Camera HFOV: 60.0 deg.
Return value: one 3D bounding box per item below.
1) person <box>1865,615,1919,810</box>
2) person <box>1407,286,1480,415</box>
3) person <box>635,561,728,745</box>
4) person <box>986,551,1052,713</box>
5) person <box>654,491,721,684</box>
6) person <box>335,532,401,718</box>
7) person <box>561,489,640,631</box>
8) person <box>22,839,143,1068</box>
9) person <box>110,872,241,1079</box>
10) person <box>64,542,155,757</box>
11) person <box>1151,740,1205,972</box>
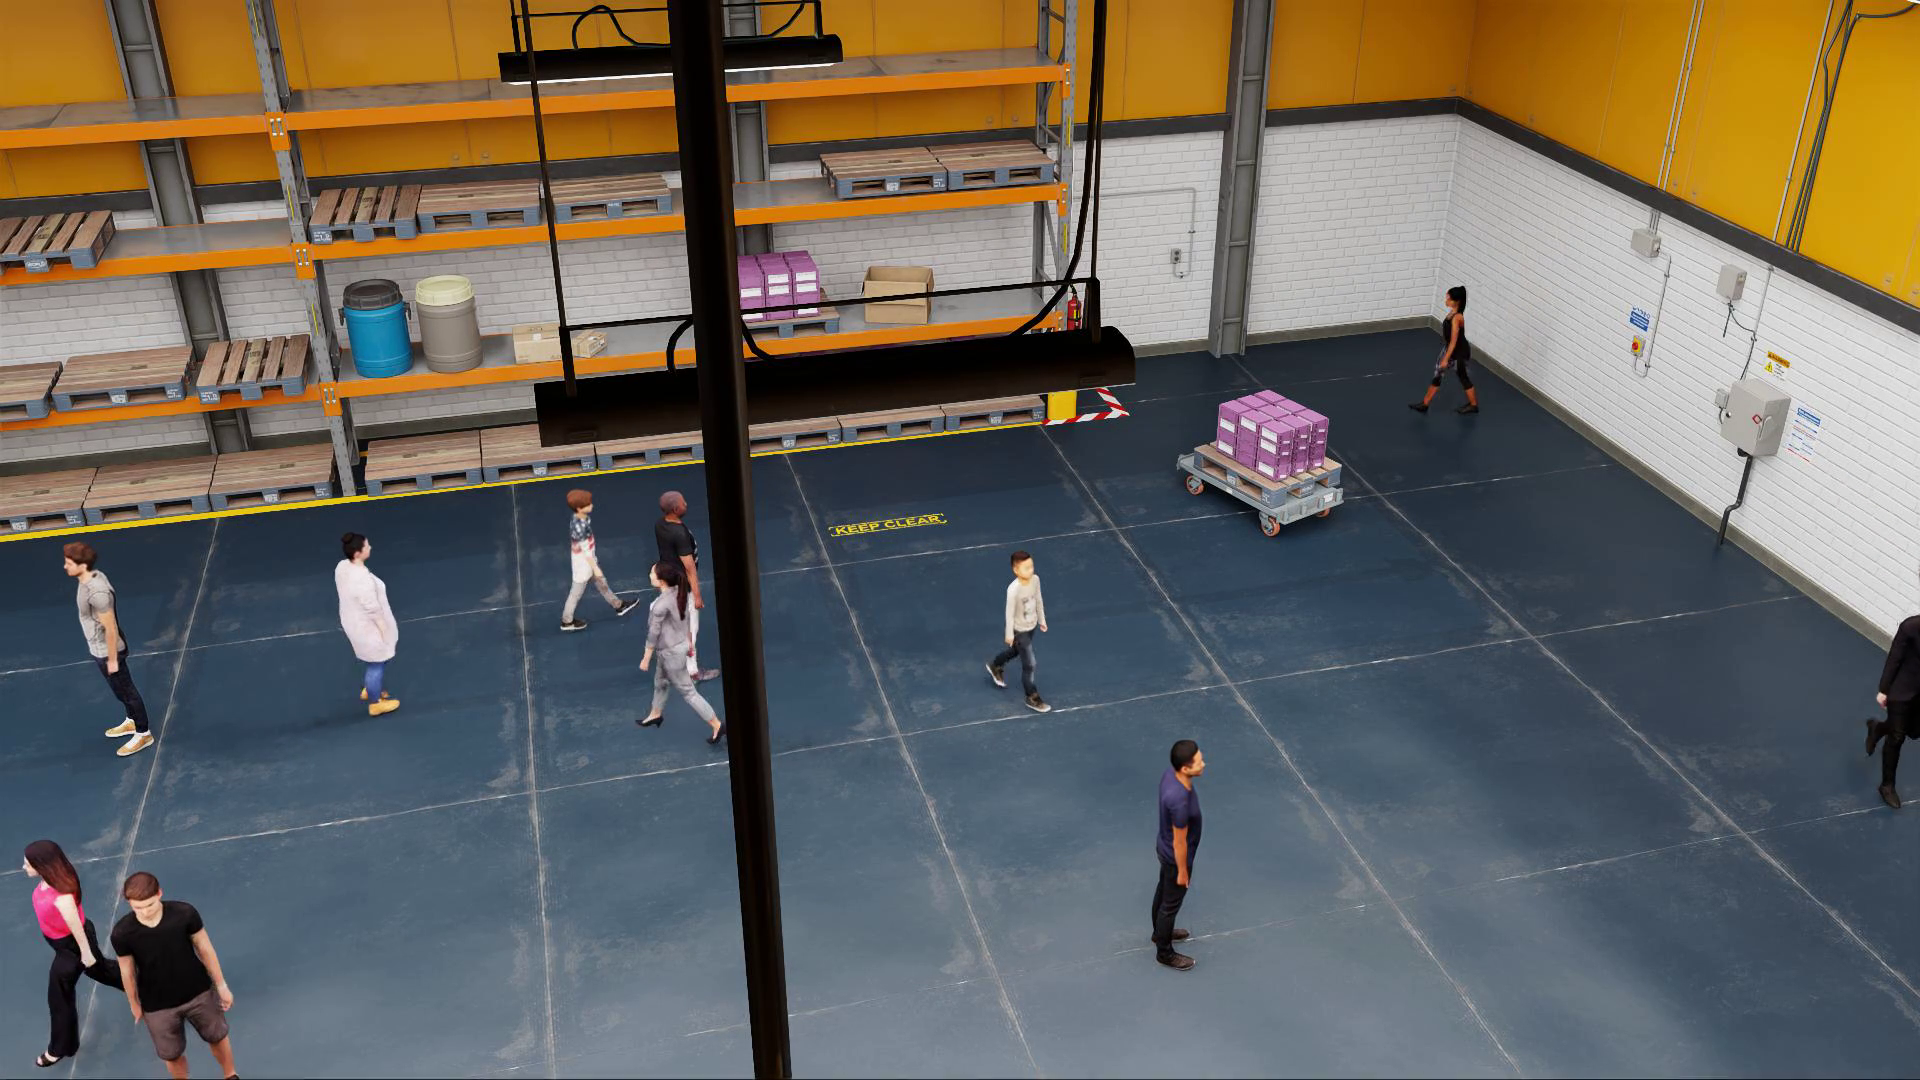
[{"bbox_3d":[7.408,1.124,12.979,1.102,1.868,0.974,2,29,4],"label":"person"},{"bbox_3d":[5.827,-2.167,19.279,1.142,1.612,0.786,2,29,4],"label":"person"},{"bbox_3d":[-2.249,0.961,13.519,1.198,1.636,0.981,7,29,13],"label":"person"},{"bbox_3d":[0.478,0.719,14.162,0.983,1.445,0.972,18,34,30],"label":"person"},{"bbox_3d":[-2.429,0.393,14.385,0.741,1.805,0.743,-21,35,-34],"label":"person"},{"bbox_3d":[-5.023,0.718,13.864,0.783,1.733,0.788,-20,35,-32],"label":"person"},{"bbox_3d":[-3.496,0.211,15.144,0.948,1.398,0.526,-7,29,-13],"label":"person"},{"bbox_3d":[-5.565,2.560,10.602,1.136,1.624,0.841,-18,33,-29],"label":"person"},{"bbox_3d":[-4.741,2.717,10.073,0.634,1.855,0.829,-15,32,-26],"label":"person"},{"bbox_3d":[-6.897,0.850,13.455,0.692,1.894,0.730,-20,34,-32],"label":"person"},{"bbox_3d":[1.456,2.100,11.267,0.622,1.793,0.694,0,29,0],"label":"person"}]
